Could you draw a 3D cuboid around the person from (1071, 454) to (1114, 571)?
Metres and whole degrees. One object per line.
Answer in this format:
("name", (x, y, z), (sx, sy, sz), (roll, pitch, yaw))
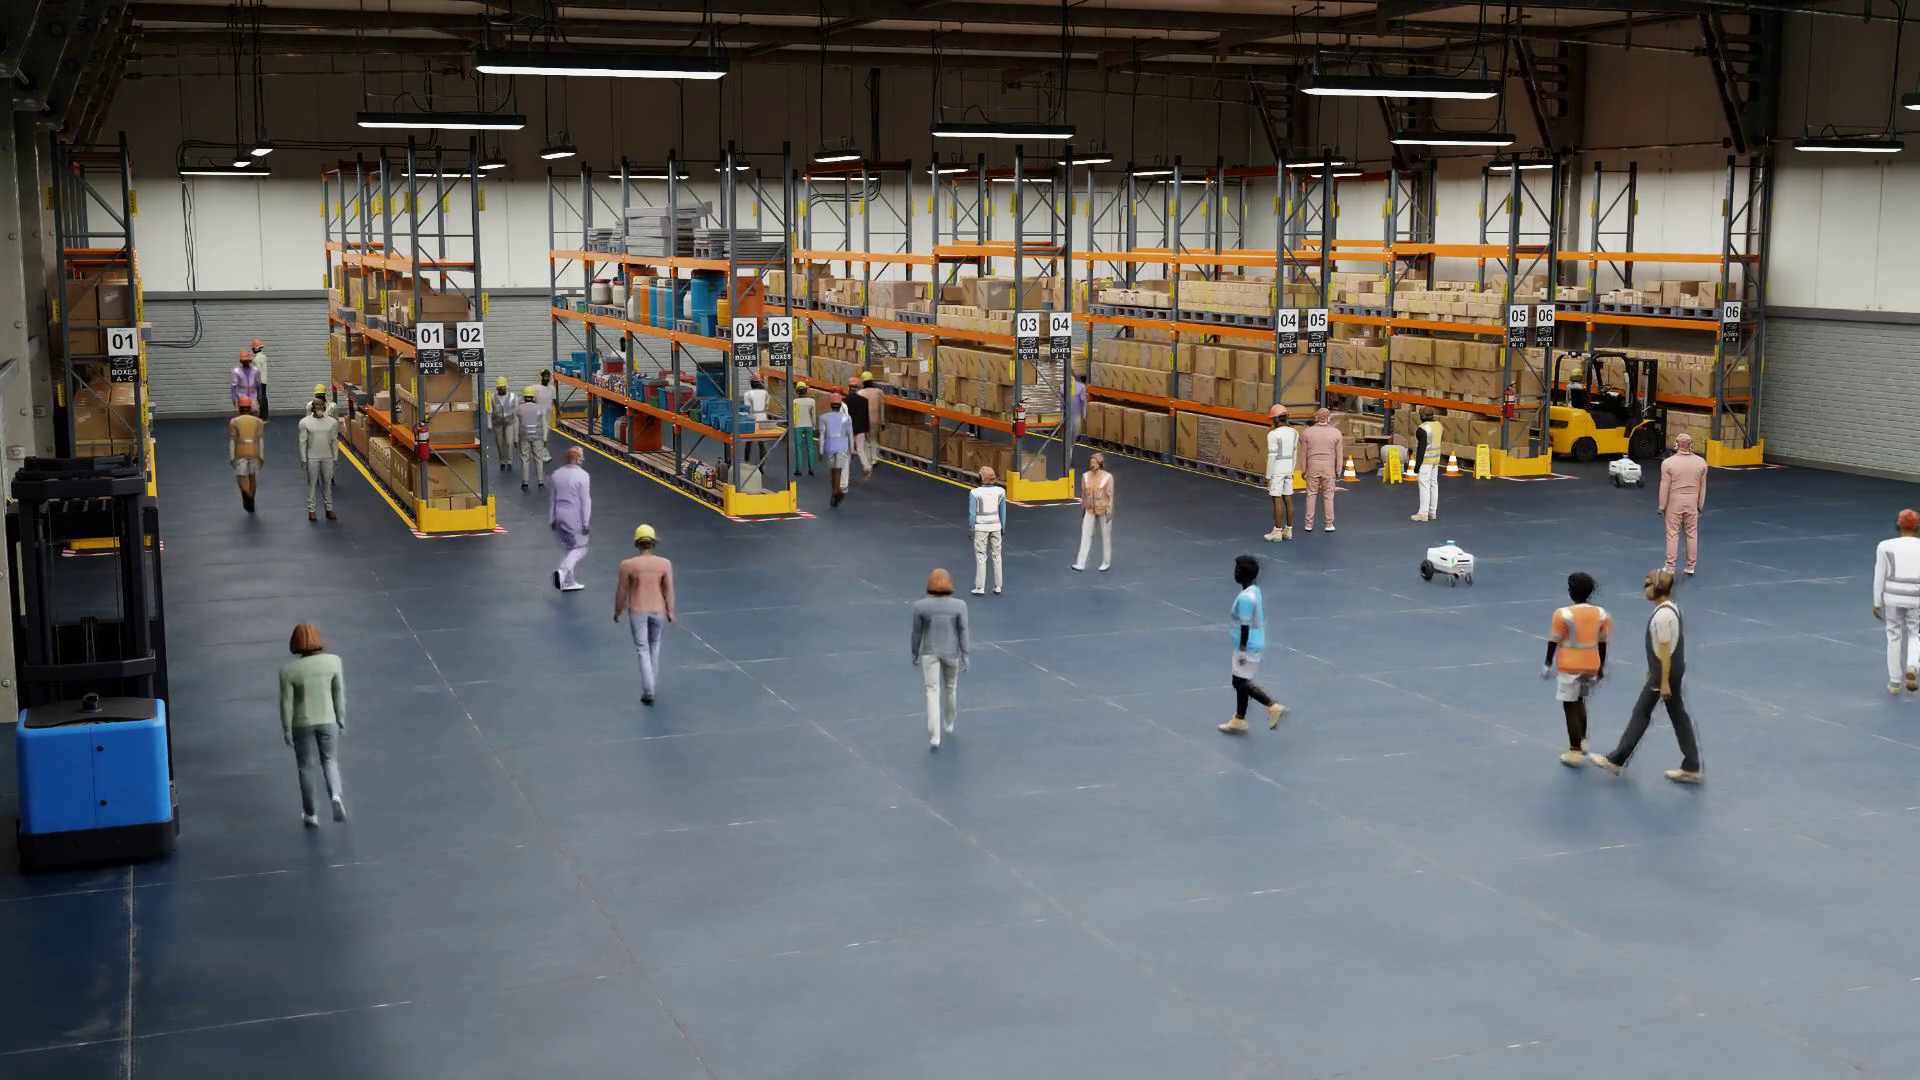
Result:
("person", (1.813, -0.353, 28.289), (0.534, 1.599, 0.822), (6, 10, 33))

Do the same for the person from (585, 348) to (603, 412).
("person", (-8.669, -3.669, 49.782), (0.960, 1.785, 0.638), (-3, 9, -18))

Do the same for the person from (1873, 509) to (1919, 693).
("person", (9.438, 0.621, 20.928), (0.585, 1.869, 0.526), (3, 9, 20))

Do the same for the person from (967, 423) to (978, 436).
("person", (0.325, -3.280, 46.795), (0.591, 1.916, 0.393), (-6, 10, -34))

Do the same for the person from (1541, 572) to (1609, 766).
("person", (5.362, 1.113, 18.289), (0.545, 1.681, 0.525), (-3, 9, -21))

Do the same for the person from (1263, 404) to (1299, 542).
("person", (4.758, -1.003, 31.220), (0.605, 2.034, 0.389), (-7, 11, -40))

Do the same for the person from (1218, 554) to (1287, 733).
("person", (2.691, 0.969, 19.243), (0.572, 1.680, 0.538), (3, 9, 16))

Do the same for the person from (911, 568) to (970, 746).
("person", (-0.179, 1.047, 19.029), (0.524, 1.585, 0.871), (0, 9, -2))

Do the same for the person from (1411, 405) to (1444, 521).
("person", (7.427, -1.228, 33.380), (0.429, 1.838, 0.621), (8, 12, 43))

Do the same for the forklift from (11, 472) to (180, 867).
("forklift", (-6.630, 0.886, 15.957), (1.129, 2.768, 1.873), (-3, 9, -21))

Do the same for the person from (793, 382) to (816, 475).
("person", (-2.973, -2.108, 39.501), (0.523, 1.760, 0.327), (-4, 9, -23))

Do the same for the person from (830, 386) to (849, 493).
("person", (-2.118, -1.767, 36.816), (0.354, 1.881, 0.576), (1, 9, 7))

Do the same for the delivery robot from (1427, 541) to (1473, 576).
("delivery robot", (6.459, 0.252, 27.585), (0.477, 0.478, 0.707), (-3, 9, -16))

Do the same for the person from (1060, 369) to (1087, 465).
("person", (2.173, -2.468, 41.416), (0.630, 1.910, 0.826), (-1, 9, -10))

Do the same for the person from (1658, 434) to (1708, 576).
("person", (9.673, -0.474, 28.116), (0.640, 1.909, 0.409), (-1, 9, -6))

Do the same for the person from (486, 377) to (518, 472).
("person", (-8.731, -2.197, 39.978), (0.618, 1.789, 0.886), (-1, 9, -7))

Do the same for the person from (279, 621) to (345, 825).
("person", (-5.019, 1.438, 16.290), (0.518, 1.619, 0.503), (-5, 10, -33))

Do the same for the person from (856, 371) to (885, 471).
("person", (-1.769, -2.280, 40.149), (0.608, 1.906, 0.513), (-4, 9, -26))

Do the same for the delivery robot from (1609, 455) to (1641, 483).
("delivery robot", (12.027, -1.288, 37.857), (0.477, 0.478, 0.707), (-1, 8, -5))

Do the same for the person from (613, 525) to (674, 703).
("person", (-3.150, 0.710, 20.775), (0.542, 1.731, 0.813), (-4, 10, -26))

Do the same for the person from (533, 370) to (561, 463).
("person", (-8.169, -2.445, 41.484), (0.557, 1.833, 0.796), (-6, 10, -35))

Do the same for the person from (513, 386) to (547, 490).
("person", (-7.665, -1.822, 37.343), (0.595, 1.831, 0.403), (-3, 9, -16))

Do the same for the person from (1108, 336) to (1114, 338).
("person", (3.799, -4.247, 53.363), (0.614, 1.881, 1.041), (-2, 9, -15))

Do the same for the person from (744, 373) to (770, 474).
("person", (-3.907, -2.228, 39.816), (0.545, 1.894, 0.896), (-4, 9, -25))

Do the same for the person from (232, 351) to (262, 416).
("person", (-15.416, -3.088, 45.288), (0.634, 1.984, 1.070), (-4, 9, -24))

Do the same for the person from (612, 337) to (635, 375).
("person", (-8.312, -4.055, 51.827), (0.641, 1.951, 0.421), (-4, 9, -24))

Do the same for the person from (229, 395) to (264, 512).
("person", (-11.676, -1.411, 34.308), (0.549, 1.921, 0.557), (-5, 10, -29))

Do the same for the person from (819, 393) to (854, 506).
("person", (-2.077, -1.528, 35.231), (0.571, 1.888, 1.005), (1, 9, 10))

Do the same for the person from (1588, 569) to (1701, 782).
("person", (5.862, 1.137, 17.735), (0.953, 1.792, 0.529), (5, 10, 30))

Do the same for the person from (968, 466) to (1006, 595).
("person", (0.346, -0.118, 26.628), (0.523, 1.639, 0.306), (-4, 9, -23))

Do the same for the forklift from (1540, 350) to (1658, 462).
("forklift", (12.897, -2.725, 42.309), (2.313, 2.155, 1.214), (-3, 9, -21))

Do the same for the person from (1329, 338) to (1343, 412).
("person", (9.192, -3.981, 51.395), (0.552, 1.935, 0.368), (-2, 9, -14))

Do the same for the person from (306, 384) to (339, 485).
("person", (-11.559, -1.913, 37.947), (0.588, 1.835, 0.403), (-1, 9, -8))

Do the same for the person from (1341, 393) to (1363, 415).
("person", (8.832, -3.279, 47.199), (0.635, 1.798, 0.978), (-3, 9, -21))

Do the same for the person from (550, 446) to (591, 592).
("person", (-5.011, -0.254, 26.705), (0.661, 1.889, 0.619), (6, 11, 36))

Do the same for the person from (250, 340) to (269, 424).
("person", (-16.614, -3.748, 49.650), (0.381, 1.994, 0.614), (-1, 9, -3))

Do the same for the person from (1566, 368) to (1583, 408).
("person", (12.771, -2.695, 43.457), (0.287, 1.746, 0.487), (-3, 9, -21))

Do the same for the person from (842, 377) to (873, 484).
("person", (-1.885, -1.982, 38.033), (0.637, 1.960, 0.893), (-5, 10, -28))

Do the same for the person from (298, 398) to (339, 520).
("person", (-10.260, -1.306, 33.553), (0.632, 1.940, 0.372), (-5, 10, -31))

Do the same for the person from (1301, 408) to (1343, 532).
("person", (5.558, -1.077, 32.170), (0.637, 1.900, 0.403), (2, 9, 11))
